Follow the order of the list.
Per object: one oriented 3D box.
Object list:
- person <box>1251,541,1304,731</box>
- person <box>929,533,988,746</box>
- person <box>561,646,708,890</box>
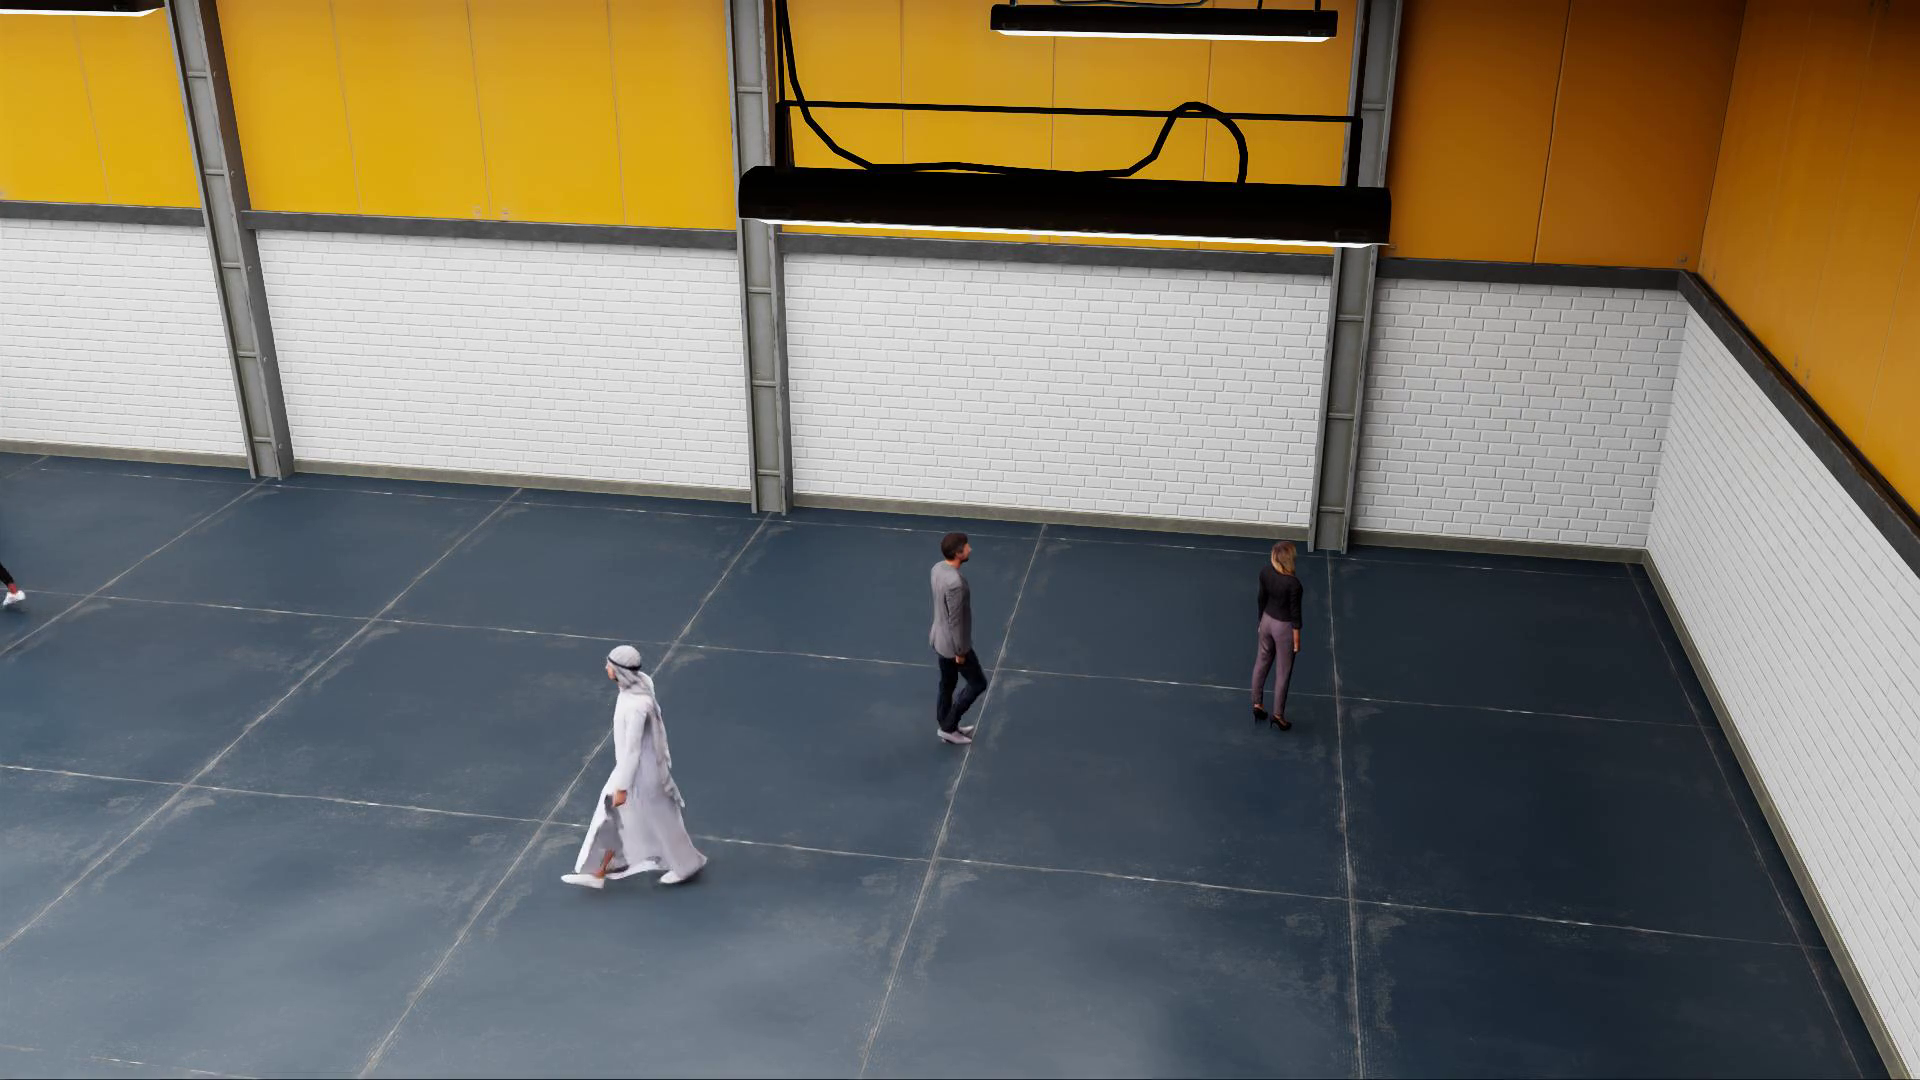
[{"bbox_3d":[2.612,0.779,13.700,0.743,1.670,0.675,-17,29,-34],"label":"person"},{"bbox_3d":[-0.125,0.827,13.346,0.842,1.865,0.820,-9,25,-20],"label":"person"},{"bbox_3d":[-2.127,1.611,11.532,1.356,1.881,1.123,-9,25,-19],"label":"person"}]
